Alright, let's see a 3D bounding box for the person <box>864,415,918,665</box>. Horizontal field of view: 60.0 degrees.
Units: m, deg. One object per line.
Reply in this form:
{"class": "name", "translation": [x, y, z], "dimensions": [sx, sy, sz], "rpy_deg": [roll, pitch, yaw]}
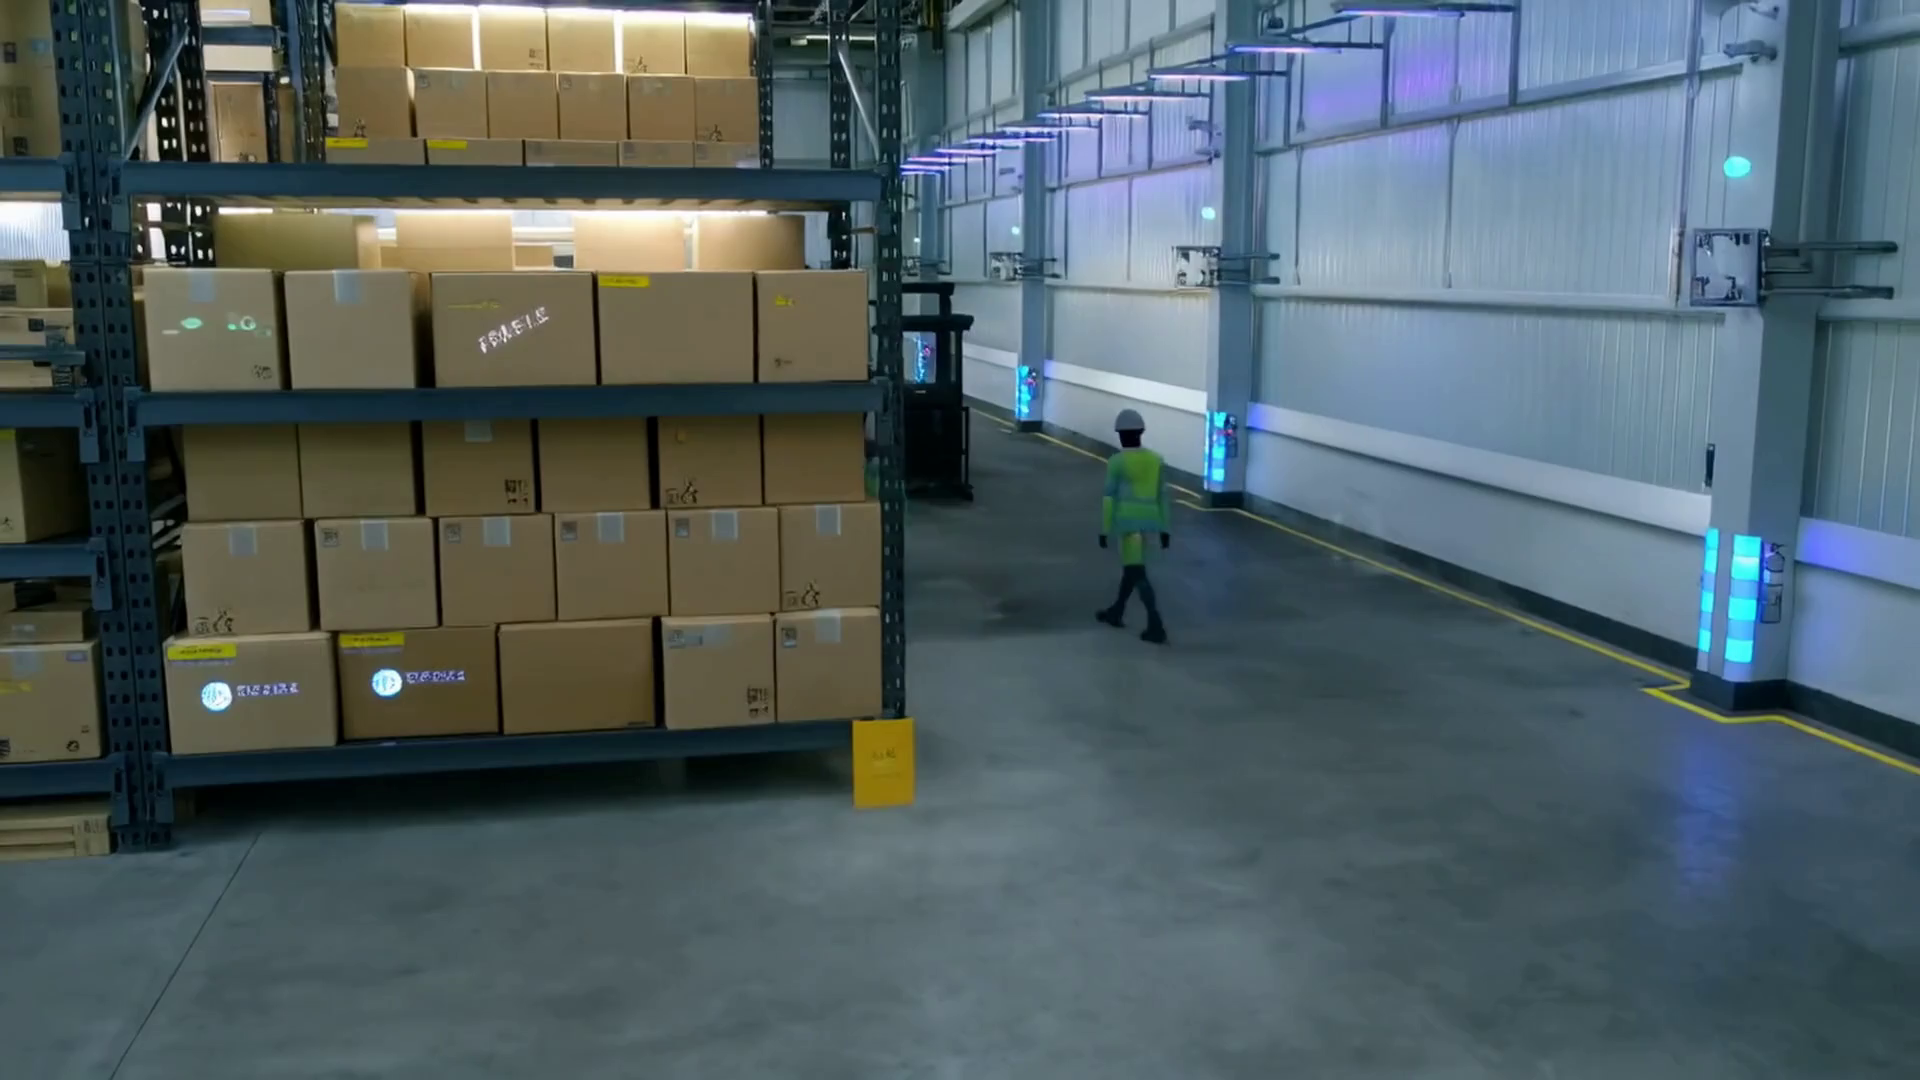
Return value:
{"class": "person", "translation": [-0.629, 0.020, 12.527], "dimensions": [0.463, 1.935, 0.620], "rpy_deg": [0, 9, -2]}

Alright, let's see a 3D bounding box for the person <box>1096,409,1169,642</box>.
{"class": "person", "translation": [1.426, -0.131, 13.683], "dimensions": [0.553, 1.877, 1.012], "rpy_deg": [-6, 11, -34]}

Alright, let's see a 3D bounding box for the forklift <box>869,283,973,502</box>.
{"class": "forklift", "translation": [-0.571, -1.974, 21.834], "dimensions": [1.129, 2.768, 1.873], "rpy_deg": [-2, 10, -12]}
